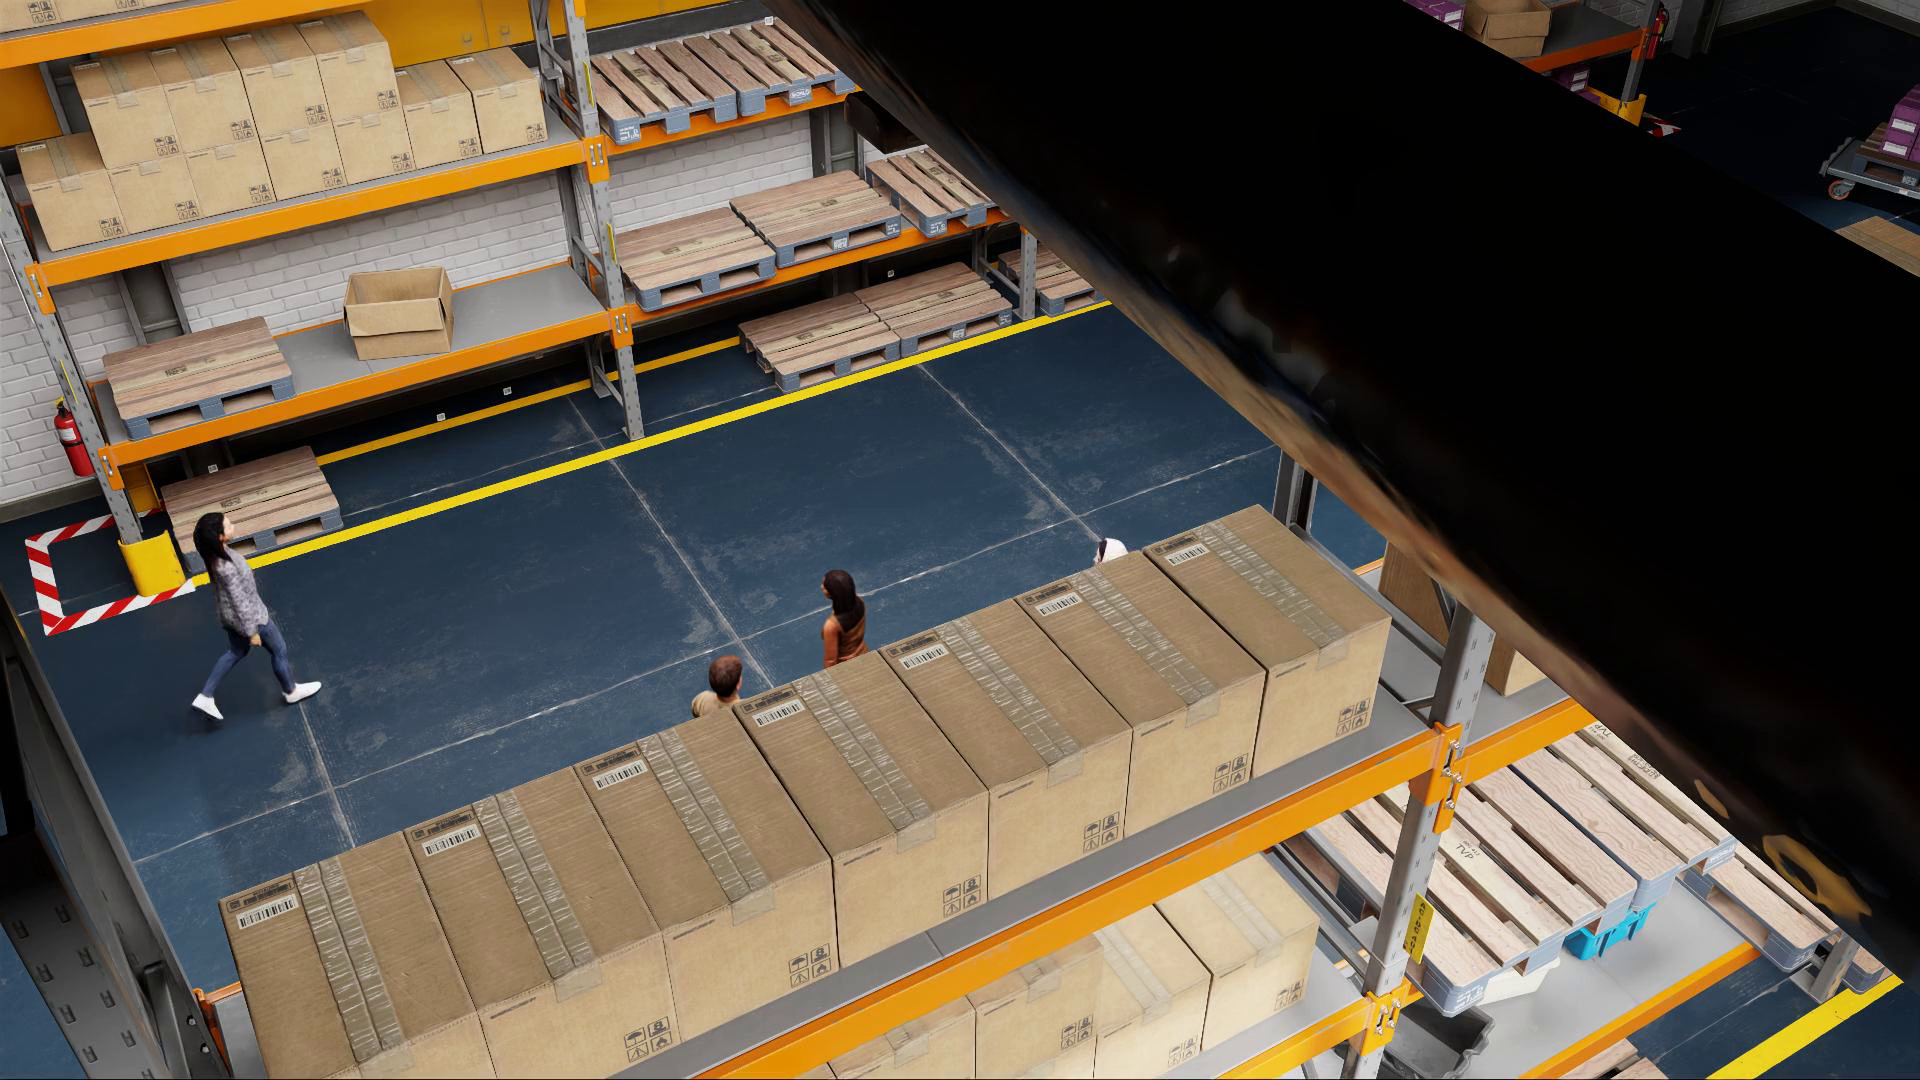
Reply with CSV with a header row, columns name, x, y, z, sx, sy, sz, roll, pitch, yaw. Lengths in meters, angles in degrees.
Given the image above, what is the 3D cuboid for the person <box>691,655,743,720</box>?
name,x,y,z,sx,sy,sz,roll,pitch,yaw
person,-1.344,1.416,10.085,0.749,1.852,0.785,14,41,16

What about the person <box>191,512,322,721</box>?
name,x,y,z,sx,sy,sz,roll,pitch,yaw
person,-4.956,0.553,11.283,1.106,1.706,0.766,-29,47,-31

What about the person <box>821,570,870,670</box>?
name,x,y,z,sx,sy,sz,roll,pitch,yaw
person,-0.733,0.861,10.915,0.706,1.684,0.613,18,42,21
